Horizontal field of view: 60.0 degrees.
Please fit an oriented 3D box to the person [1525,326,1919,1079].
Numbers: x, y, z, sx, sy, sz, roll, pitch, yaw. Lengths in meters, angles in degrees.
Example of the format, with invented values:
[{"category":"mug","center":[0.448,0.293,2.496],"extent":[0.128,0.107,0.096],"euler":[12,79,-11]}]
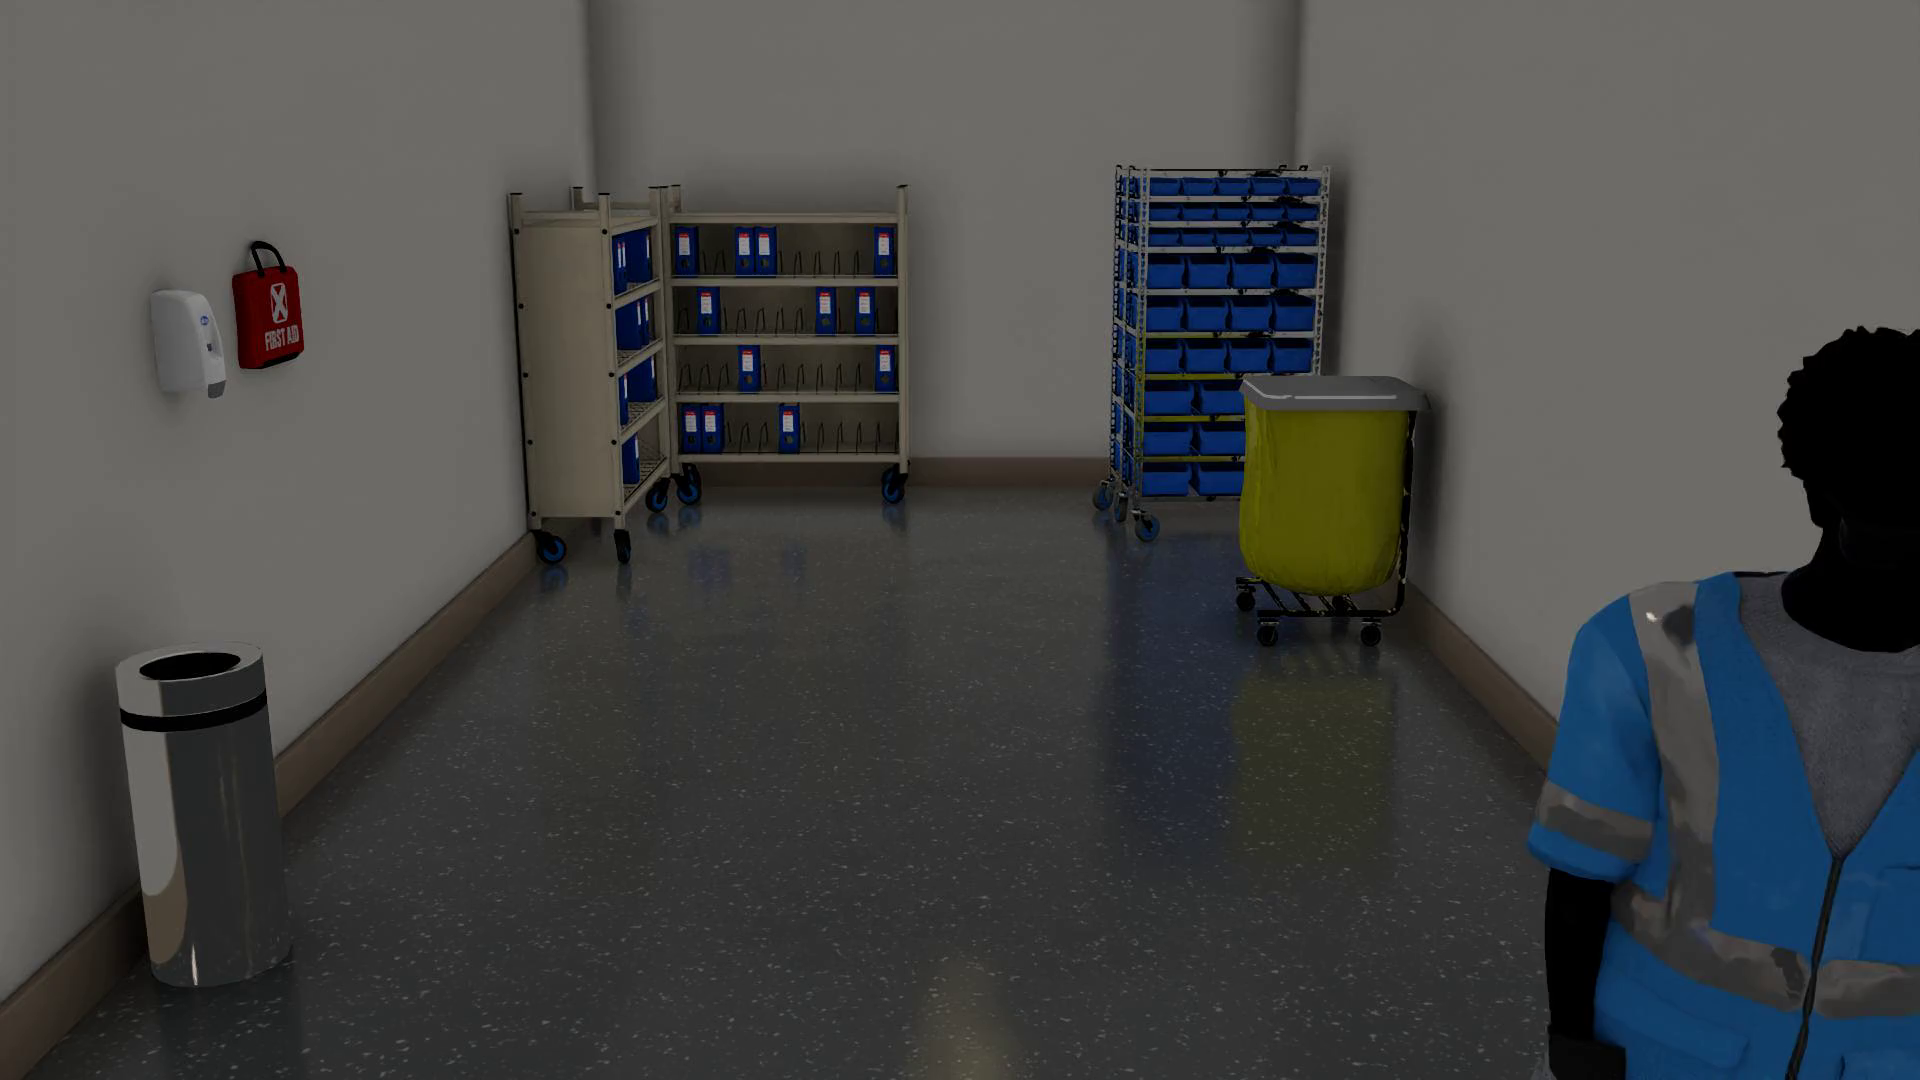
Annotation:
[{"category":"person","center":[0.849,0.589,1.841],"extent":[0.675,1.676,0.472],"euler":[3,14,13]}]
